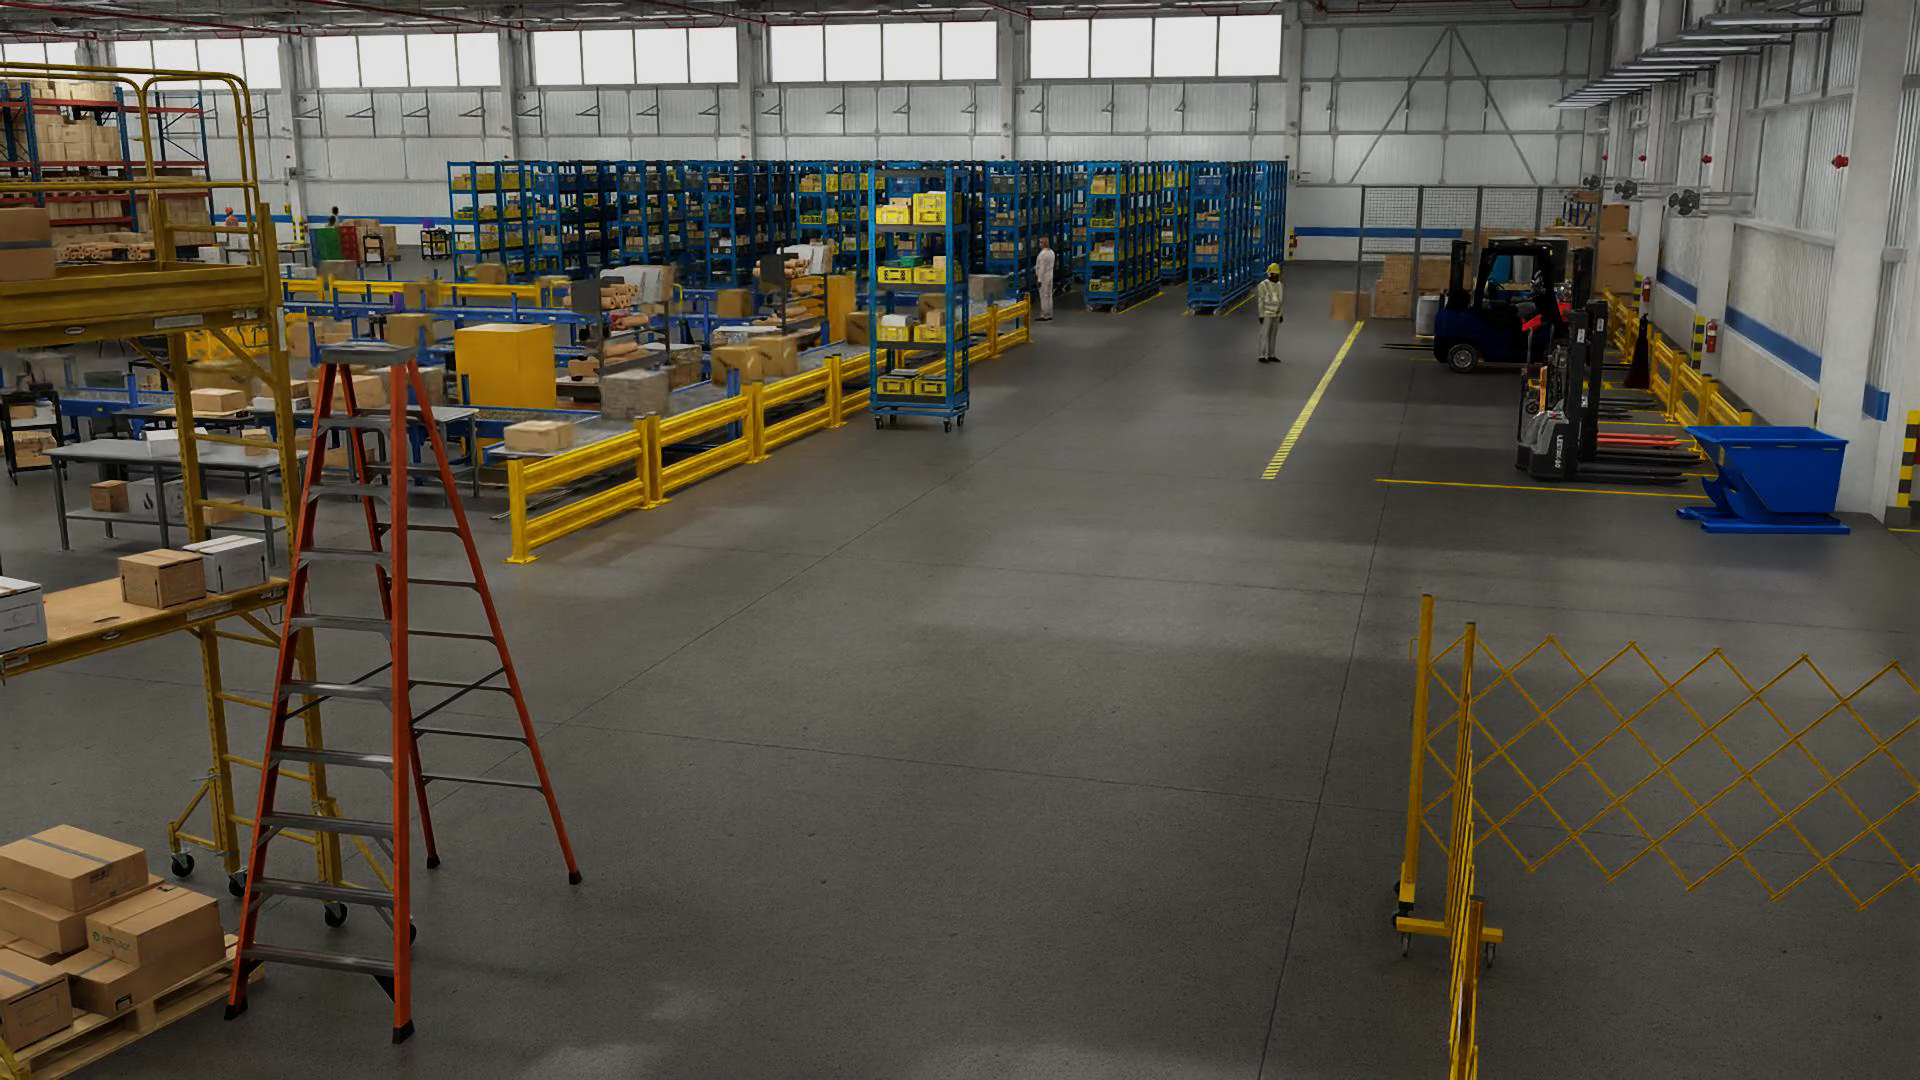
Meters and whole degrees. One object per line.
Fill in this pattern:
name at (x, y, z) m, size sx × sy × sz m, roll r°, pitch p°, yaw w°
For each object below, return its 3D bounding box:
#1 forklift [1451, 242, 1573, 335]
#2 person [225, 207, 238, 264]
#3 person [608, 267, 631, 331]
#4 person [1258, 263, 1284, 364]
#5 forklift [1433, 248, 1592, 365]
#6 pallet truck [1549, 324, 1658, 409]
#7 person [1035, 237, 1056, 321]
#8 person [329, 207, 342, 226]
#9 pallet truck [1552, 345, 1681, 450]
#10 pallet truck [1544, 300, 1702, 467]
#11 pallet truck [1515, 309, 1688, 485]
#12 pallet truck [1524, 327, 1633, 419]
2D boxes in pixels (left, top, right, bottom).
forklift at (10.464, -4.597, 31.405) m, size 2.680 × 1.987 × 1.157 m, roll 4°, pitch 14°, yaw 16°
person at (-25.606, -10.710, 58.501) m, size 0.408 × 1.986 × 0.608 m, roll 3°, pitch 13°, yaw 11°
person at (-6.206, -4.096, 30.399) m, size 0.532 × 1.767 × 0.328 m, roll 9°, pitch 16°, yaw 33°
person at (5.718, -4.155, 30.508) m, size 0.595 × 1.831 × 0.403 m, roll -9°, pitch 16°, yaw -35°
forklift at (9.780, -4.111, 29.280) m, size 2.680 × 1.987 × 1.157 m, roll 3°, pitch 13°, yaw 14°
pallet truck at (9.824, -2.669, 25.407) m, size 1.601 × 1.201 × 0.680 m, roll 4°, pitch 14°, yaw 16°
person at (1.937, -6.010, 38.356) m, size 0.407 × 1.910 × 0.639 m, roll 7°, pitch 15°, yaw 27°
person at (-24.271, -12.080, 64.843) m, size 0.999 × 1.786 × 0.628 m, roll -2°, pitch 13°, yaw -9°
pallet truck at (8.641, -1.896, 21.908) m, size 1.630 × 1.274 × 0.653 m, roll 4°, pitch 14°, yaw 16°
pallet truck at (8.263, -1.952, 20.631) m, size 1.885 × 1.965 × 0.823 m, roll 5°, pitch 14°, yaw 20°
pallet truck at (7.554, -1.677, 19.446) m, size 1.885 × 1.965 × 0.823 m, roll 3°, pitch 13°, yaw 14°
pallet truck at (9.065, -2.460, 24.370) m, size 1.522 × 1.261 × 0.704 m, roll 3°, pitch 13°, yaw 14°
